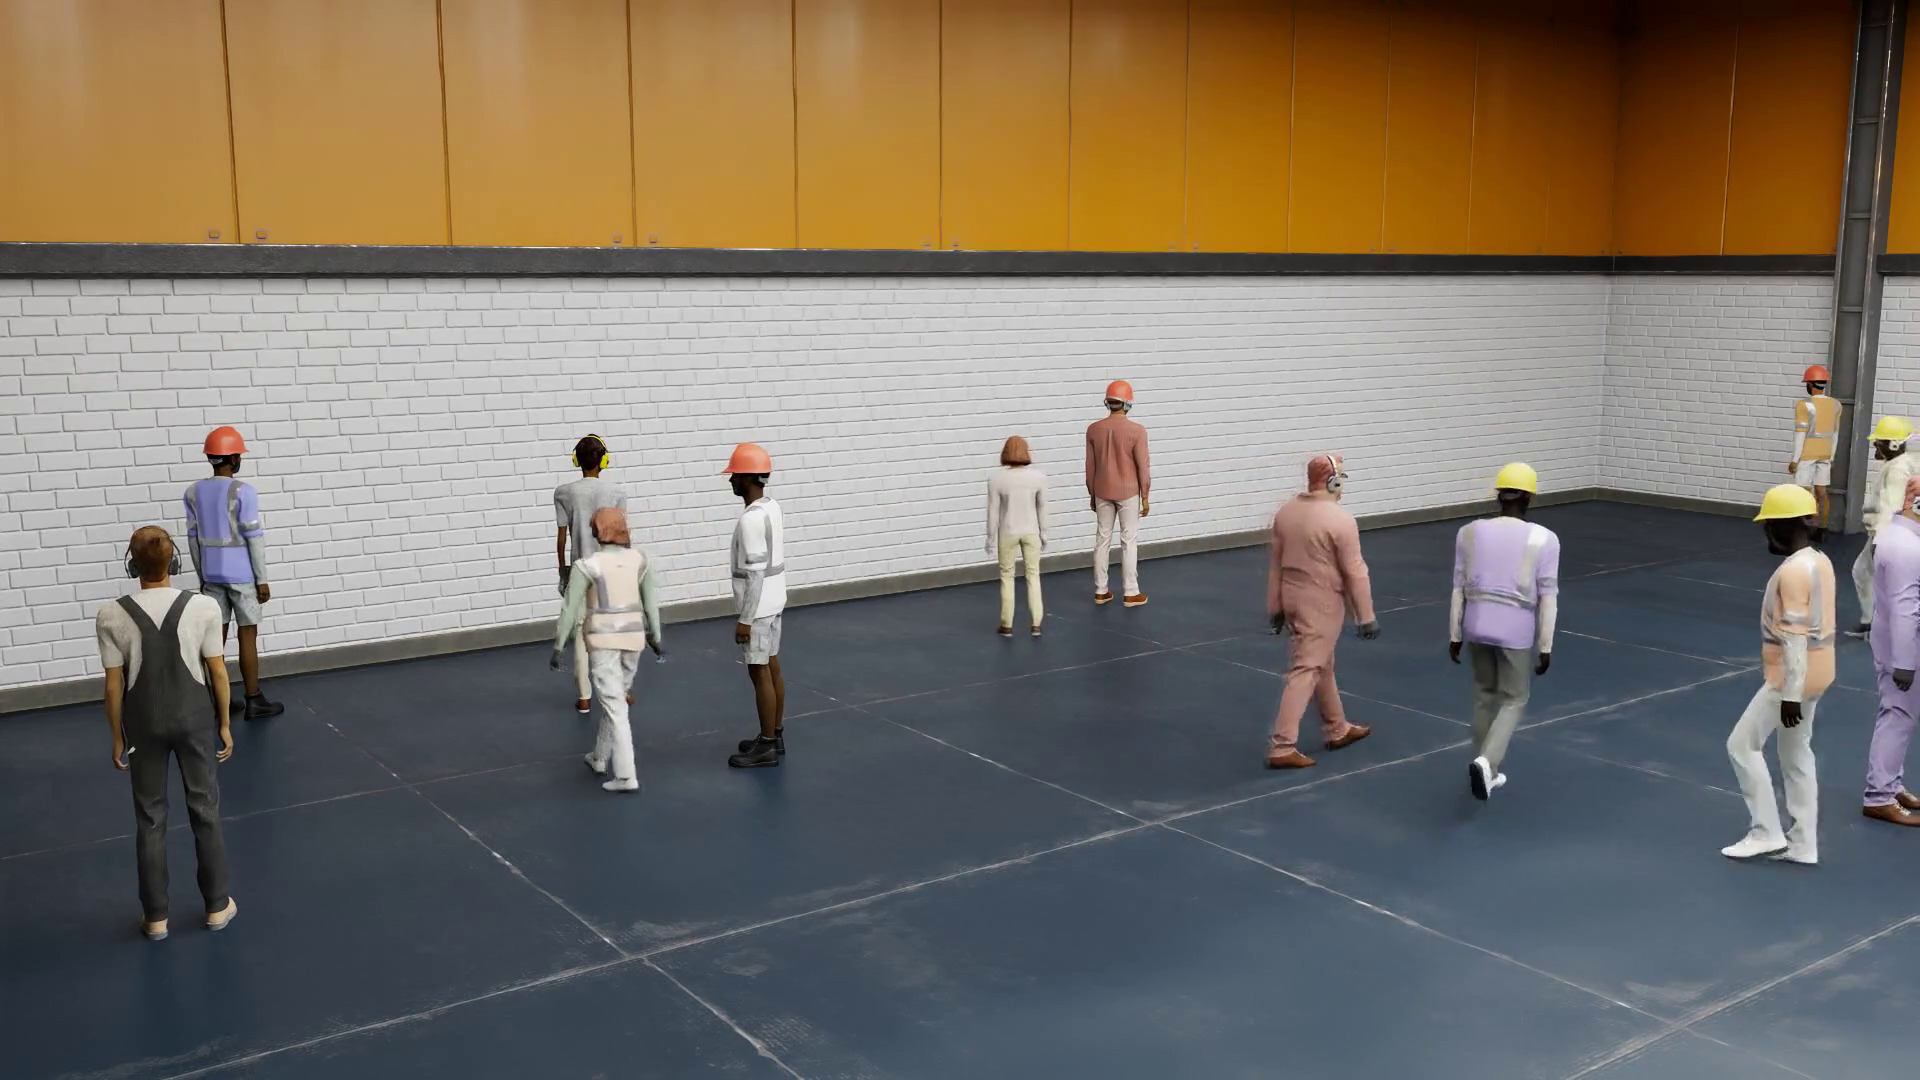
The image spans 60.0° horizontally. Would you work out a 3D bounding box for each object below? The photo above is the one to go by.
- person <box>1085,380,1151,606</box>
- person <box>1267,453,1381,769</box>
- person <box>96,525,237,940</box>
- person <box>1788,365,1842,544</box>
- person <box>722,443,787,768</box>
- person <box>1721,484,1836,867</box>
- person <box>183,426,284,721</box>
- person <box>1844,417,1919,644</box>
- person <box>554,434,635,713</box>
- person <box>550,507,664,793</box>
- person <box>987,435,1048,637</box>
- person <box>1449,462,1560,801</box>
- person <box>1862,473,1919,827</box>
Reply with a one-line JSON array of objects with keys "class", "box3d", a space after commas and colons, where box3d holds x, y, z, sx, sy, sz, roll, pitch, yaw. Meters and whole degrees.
[{"class": "person", "box3d": [1.397, -0.410, 14.650, 0.612, 1.997, 0.376, 5, 11, 30]}, {"class": "person", "box3d": [2.219, 0.419, 9.948, 0.943, 1.868, 0.651, -4, 10, -23]}, {"class": "person", "box3d": [-3.498, 0.847, 7.363, 0.508, 1.846, 0.345, -4, 10, -24]}, {"class": "person", "box3d": [9.194, -0.917, 17.965, 0.551, 1.932, 0.378, -2, 10, -15]}, {"class": "person", "box3d": [-1.223, 0.388, 9.902, 0.362, 1.939, 0.542, 1, 9, 7]}, {"class": "person", "box3d": [4.054, 0.672, 8.255, 0.580, 1.899, 0.609, 7, 12, 38]}, {"class": "person", "box3d": [-4.780, 0.221, 10.932, 0.542, 1.939, 0.362, 2, 10, 15]}, {"class": "person", "box3d": [7.231, -0.067, 13.093, 0.589, 1.808, 0.631, 5, 11, 29]}, {"class": "person", "box3d": [-2.433, 0.226, 11.120, 0.508, 1.872, 0.329, -1, 9, -5]}, {"class": "person", "box3d": [-2.045, 0.611, 9.523, 0.635, 1.596, 0.772, -8, 12, -42]}, {"class": "person", "box3d": [0.467, -0.029, 13.418, 0.505, 1.633, 0.270, -1, 9, -9]}, {"class": "person", "box3d": [2.974, 0.523, 9.214, 0.597, 1.895, 0.672, 7, 12, 38]}, {"class": "person", "box3d": [5.083, 0.574, 8.900, 0.401, 1.896, 0.659, 6, 11, 31]}]
